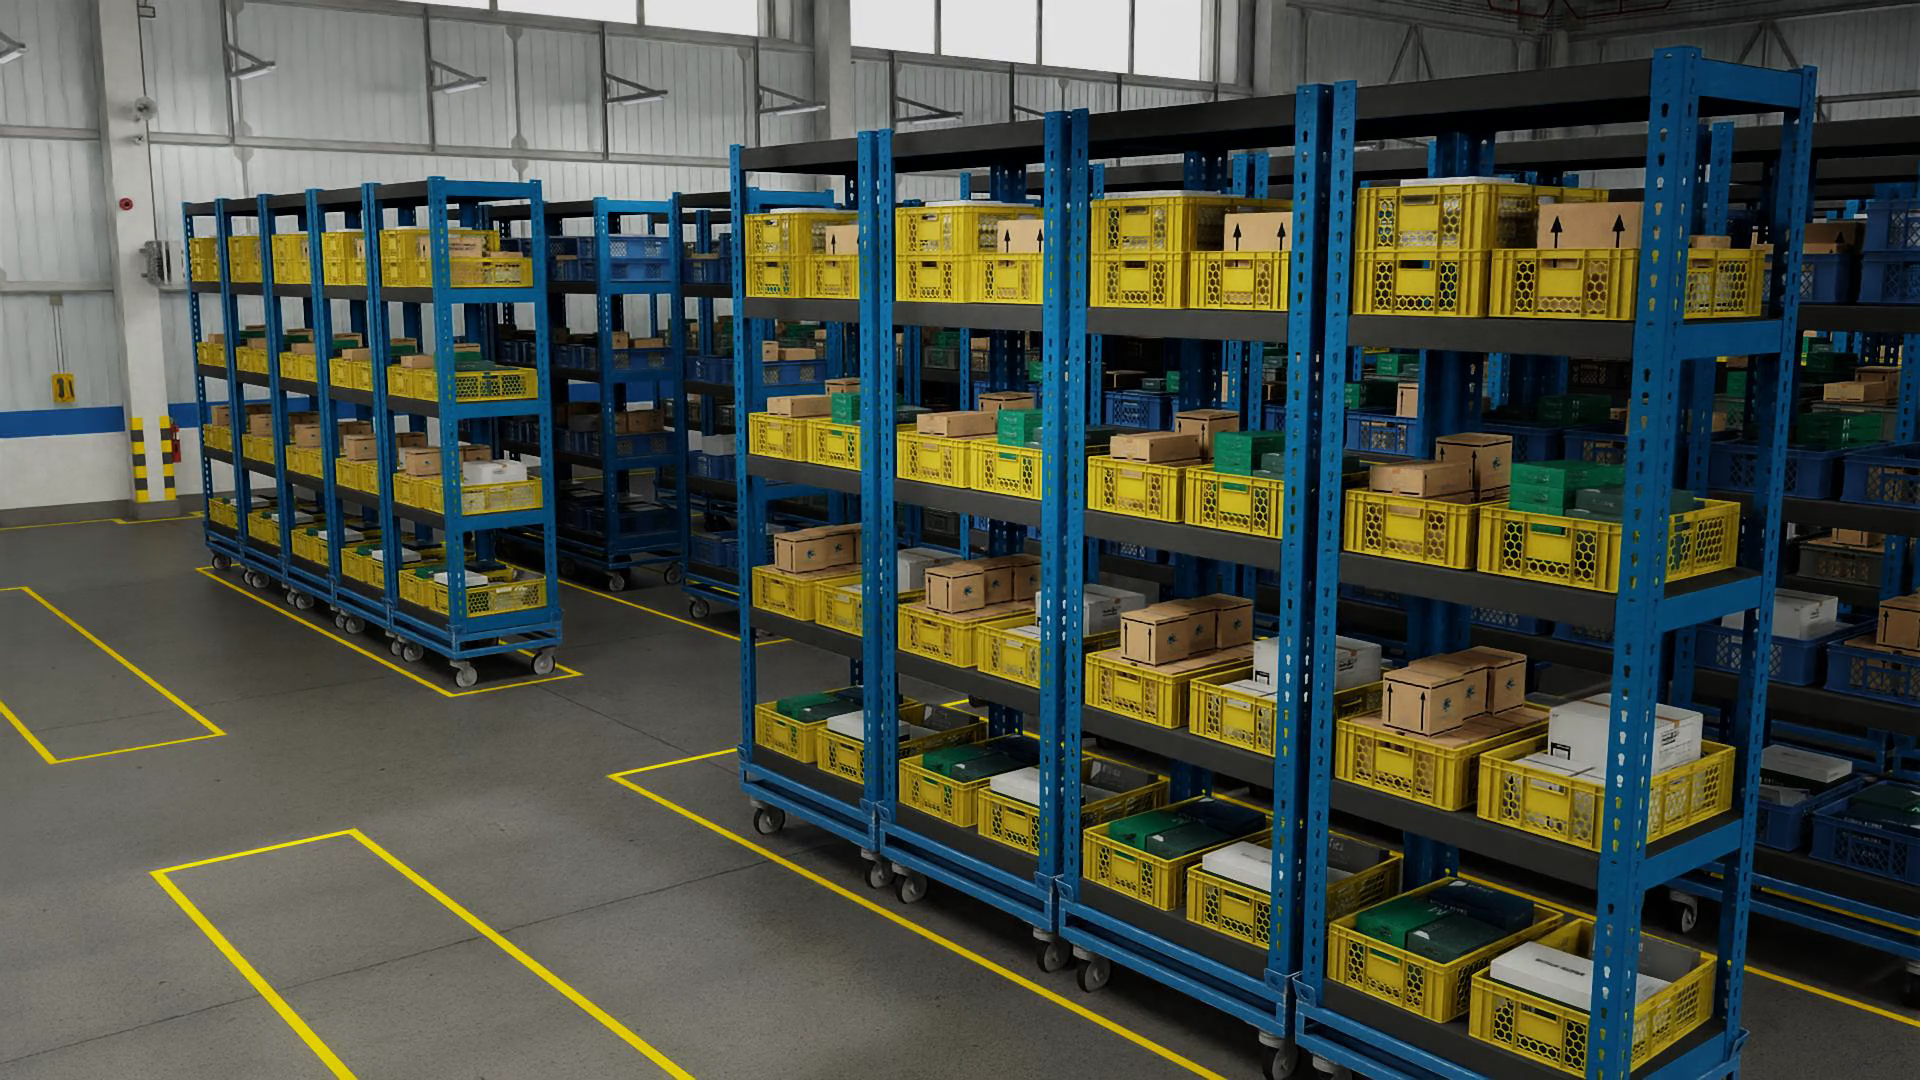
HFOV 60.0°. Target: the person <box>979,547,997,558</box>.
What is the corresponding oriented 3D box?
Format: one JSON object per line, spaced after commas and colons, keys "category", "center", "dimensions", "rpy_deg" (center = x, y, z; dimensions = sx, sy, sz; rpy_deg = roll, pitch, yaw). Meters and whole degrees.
{"category": "person", "center": [0.461, -0.238, 13.649], "dimensions": [0.925, 2.014, 0.618], "rpy_deg": [-7, 12, -36]}
